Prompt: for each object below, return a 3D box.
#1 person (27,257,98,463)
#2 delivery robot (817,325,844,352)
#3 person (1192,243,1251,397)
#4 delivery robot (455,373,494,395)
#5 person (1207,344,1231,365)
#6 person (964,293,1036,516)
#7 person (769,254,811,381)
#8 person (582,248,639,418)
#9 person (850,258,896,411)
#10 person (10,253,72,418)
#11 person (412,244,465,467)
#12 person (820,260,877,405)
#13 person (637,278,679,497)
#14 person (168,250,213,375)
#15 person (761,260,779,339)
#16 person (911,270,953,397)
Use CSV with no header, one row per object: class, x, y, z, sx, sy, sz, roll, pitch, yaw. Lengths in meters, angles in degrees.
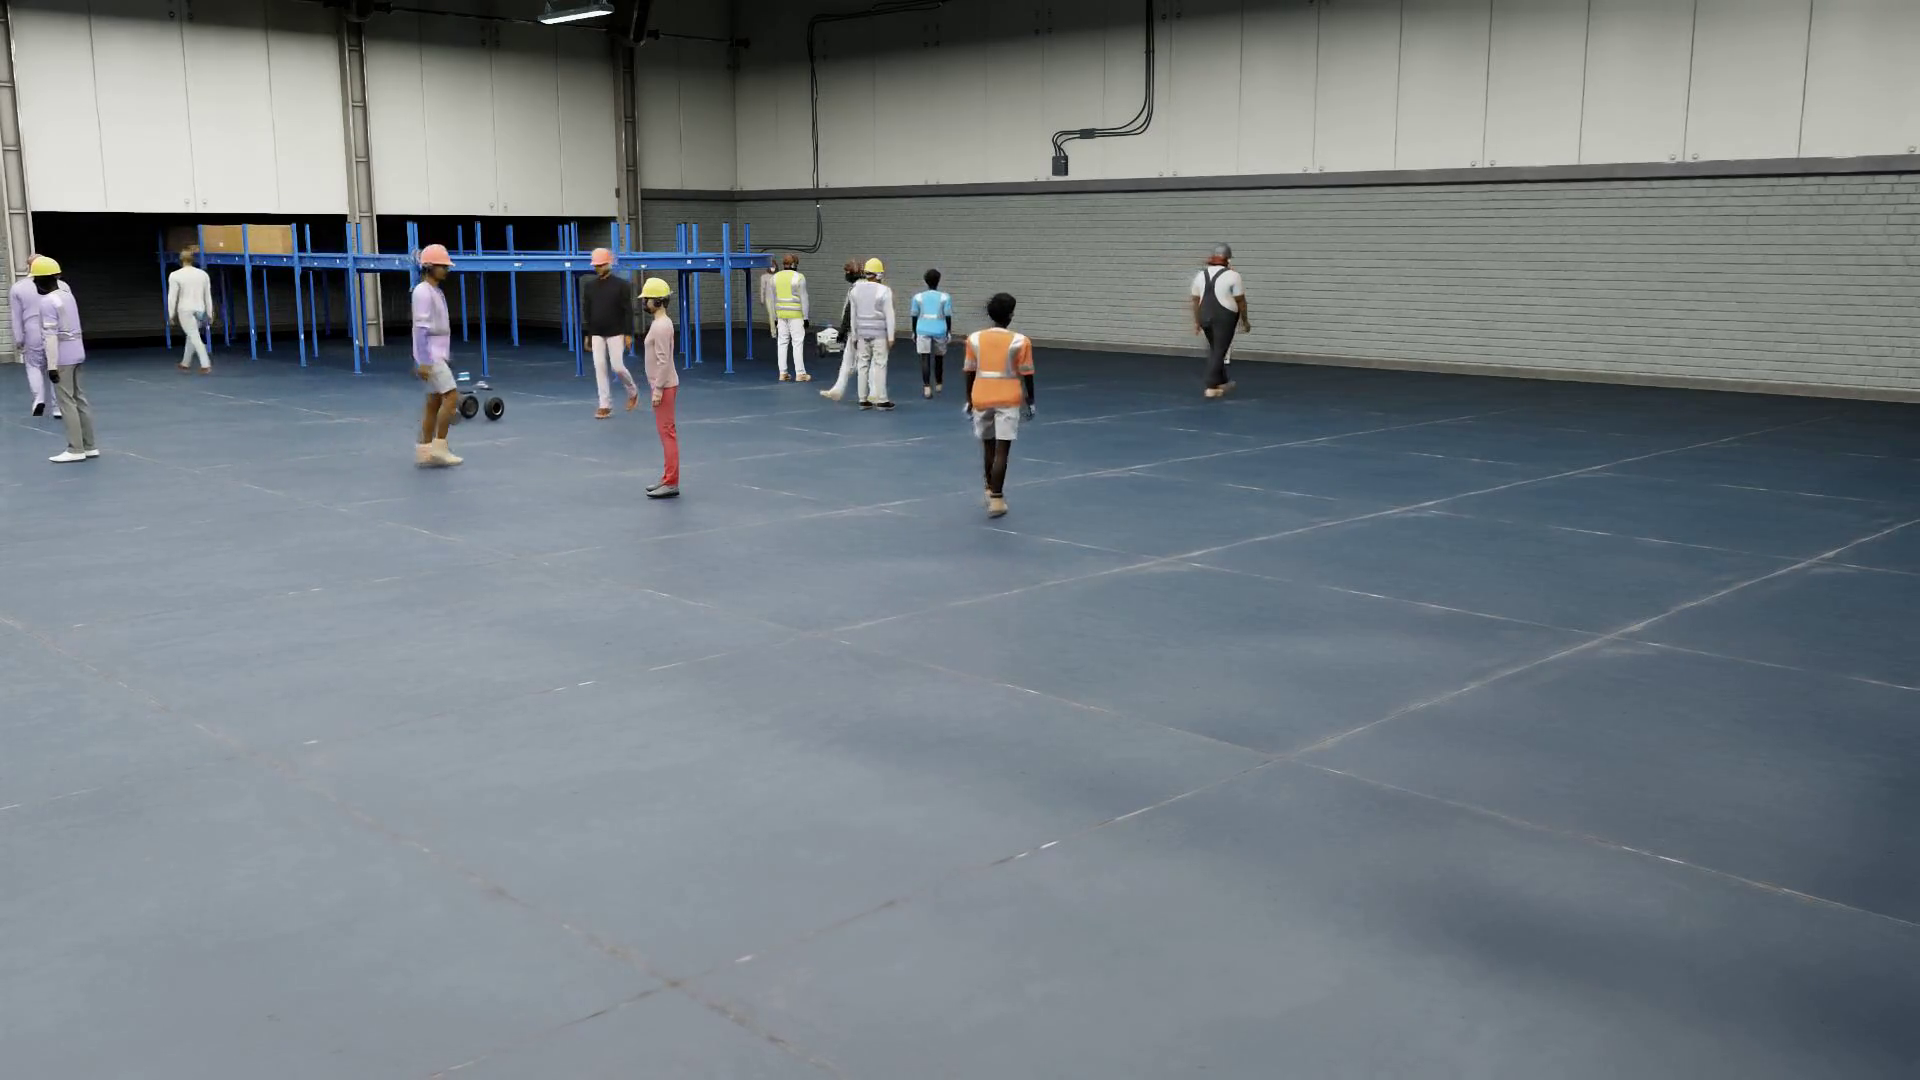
person,-8.479,-1.698,15.656,0.414,1.914,0.597,-1,10,-6
delivery robot,-2.277,-3.540,29.246,0.477,0.478,0.707,-4,11,-18
person,3.518,-2.913,22.028,0.953,2.000,0.693,-10,14,-42
delivery robot,-5.680,-1.805,19.075,0.335,0.223,0.698,6,12,30
person,4.252,-3.671,27.140,0.524,1.639,0.306,-5,11,-25
person,0.333,-1.049,12.754,0.551,1.663,0.740,4,11,23
person,-2.461,-3.246,24.291,0.622,1.839,0.429,5,12,26
person,-4.099,-2.426,19.481,0.623,1.966,0.601,3,11,17
person,-1.040,-2.494,20.207,0.616,1.829,0.403,5,12,25
person,-10.615,-2.363,19.301,0.641,1.897,0.421,-6,12,-29
person,-4.726,-1.668,15.158,0.610,2.021,0.651,-1,10,-6
person,-1.389,-2.598,20.883,0.898,1.795,0.614,0,10,2
person,-2.446,-1.241,13.549,0.310,1.769,0.525,-2,11,-9
person,-11.778,-3.482,25.451,1.005,1.891,0.644,6,12,31
person,-3.862,-4.981,34.374,0.507,1.603,0.756,-4,11,-19
person,-0.370,-2.730,21.960,0.549,1.642,0.858,0,10,2
